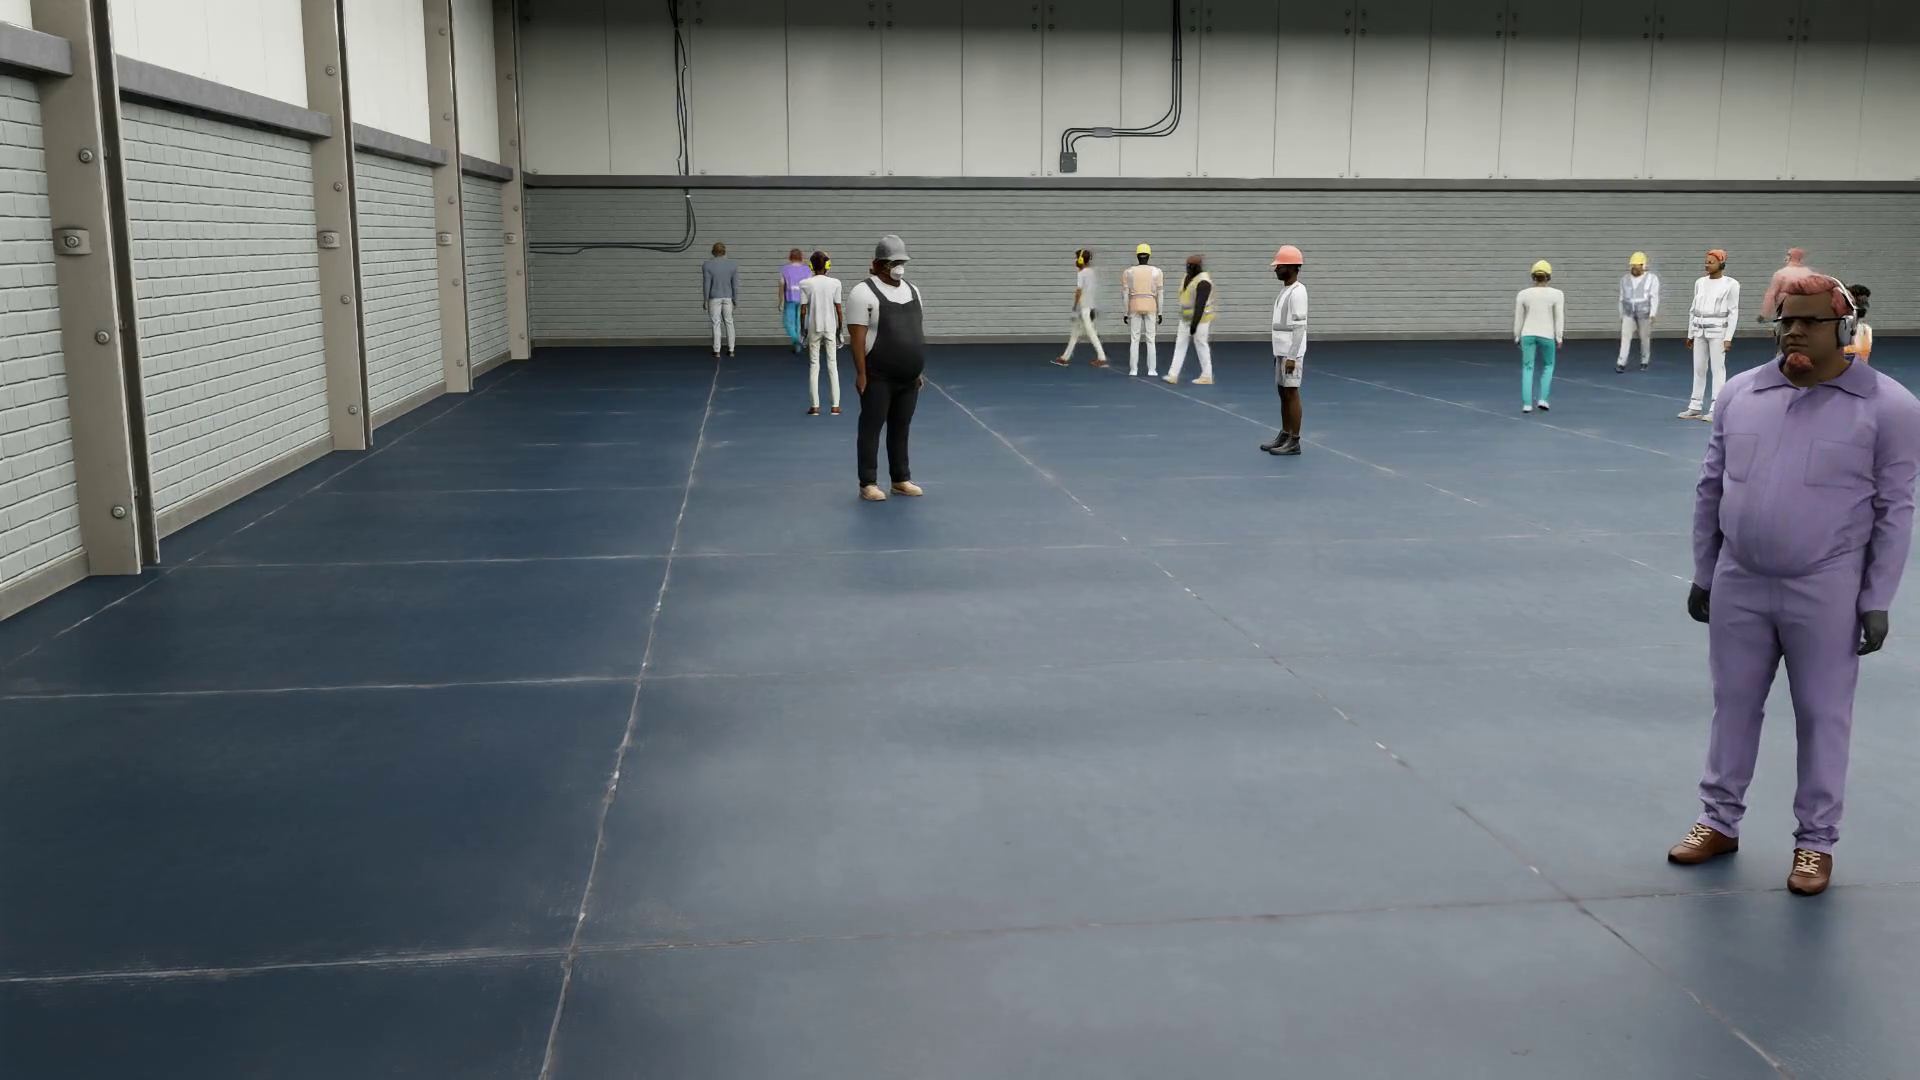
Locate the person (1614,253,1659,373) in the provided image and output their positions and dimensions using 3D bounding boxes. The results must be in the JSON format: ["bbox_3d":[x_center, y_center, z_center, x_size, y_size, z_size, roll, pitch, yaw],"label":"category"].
[{"bbox_3d":[10.164,-3.403,24.936,0.595,1.794,0.919,8,13,38],"label":"person"}]

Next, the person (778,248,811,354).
[{"bbox_3d":[-2.839,-4.109,28.655,0.602,1.831,0.429,-4,11,-22],"label":"person"}]

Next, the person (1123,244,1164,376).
[{"bbox_3d":[2.656,-3.331,24.156,0.586,1.923,0.371,1,10,8],"label":"person"}]

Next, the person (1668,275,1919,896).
[{"bbox_3d":[2.584,0.137,5.192,0.409,1.908,0.640,-10,14,-43],"label":"person"}]

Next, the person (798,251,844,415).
[{"bbox_3d":[-1.581,-2.346,18.945,0.521,1.856,0.328,-1,10,-7],"label":"person"}]

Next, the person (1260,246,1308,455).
[{"bbox_3d":[3.037,-1.757,15.487,0.354,1.939,0.545,-1,10,-5],"label":"person"}]

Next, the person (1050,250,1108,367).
[{"bbox_3d":[1.893,-3.611,25.984,0.968,1.818,0.545,4,11,20],"label":"person"}]

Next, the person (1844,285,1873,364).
[{"bbox_3d":[7.011,-1.198,13.217,0.531,1.648,0.893,-3,11,-16],"label":"person"}]

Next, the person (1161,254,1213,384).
[{"bbox_3d":[3.129,-2.995,22.699,0.855,1.786,0.697,-4,11,-23],"label":"person"}]

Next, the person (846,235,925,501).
[{"bbox_3d":[-0.514,-1.329,12.858,0.684,2.000,0.535,-9,14,-41],"label":"person"}]

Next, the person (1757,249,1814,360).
[{"bbox_3d":[11.764,-3.208,23.686,0.661,1.852,1.011,-3,11,-14],"label":"person"}]

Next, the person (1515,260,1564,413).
[{"bbox_3d":[6.711,-2.349,19.258,0.564,1.745,0.617,5,12,27],"label":"person"}]

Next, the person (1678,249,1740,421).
[{"bbox_3d":[8.282,-2.254,18.362,0.355,1.883,0.574,-5,12,-27],"label":"person"}]

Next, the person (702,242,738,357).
[{"bbox_3d":[-4.050,-4.059,28.104,0.635,1.937,0.352,-6,12,-30],"label":"person"}]
